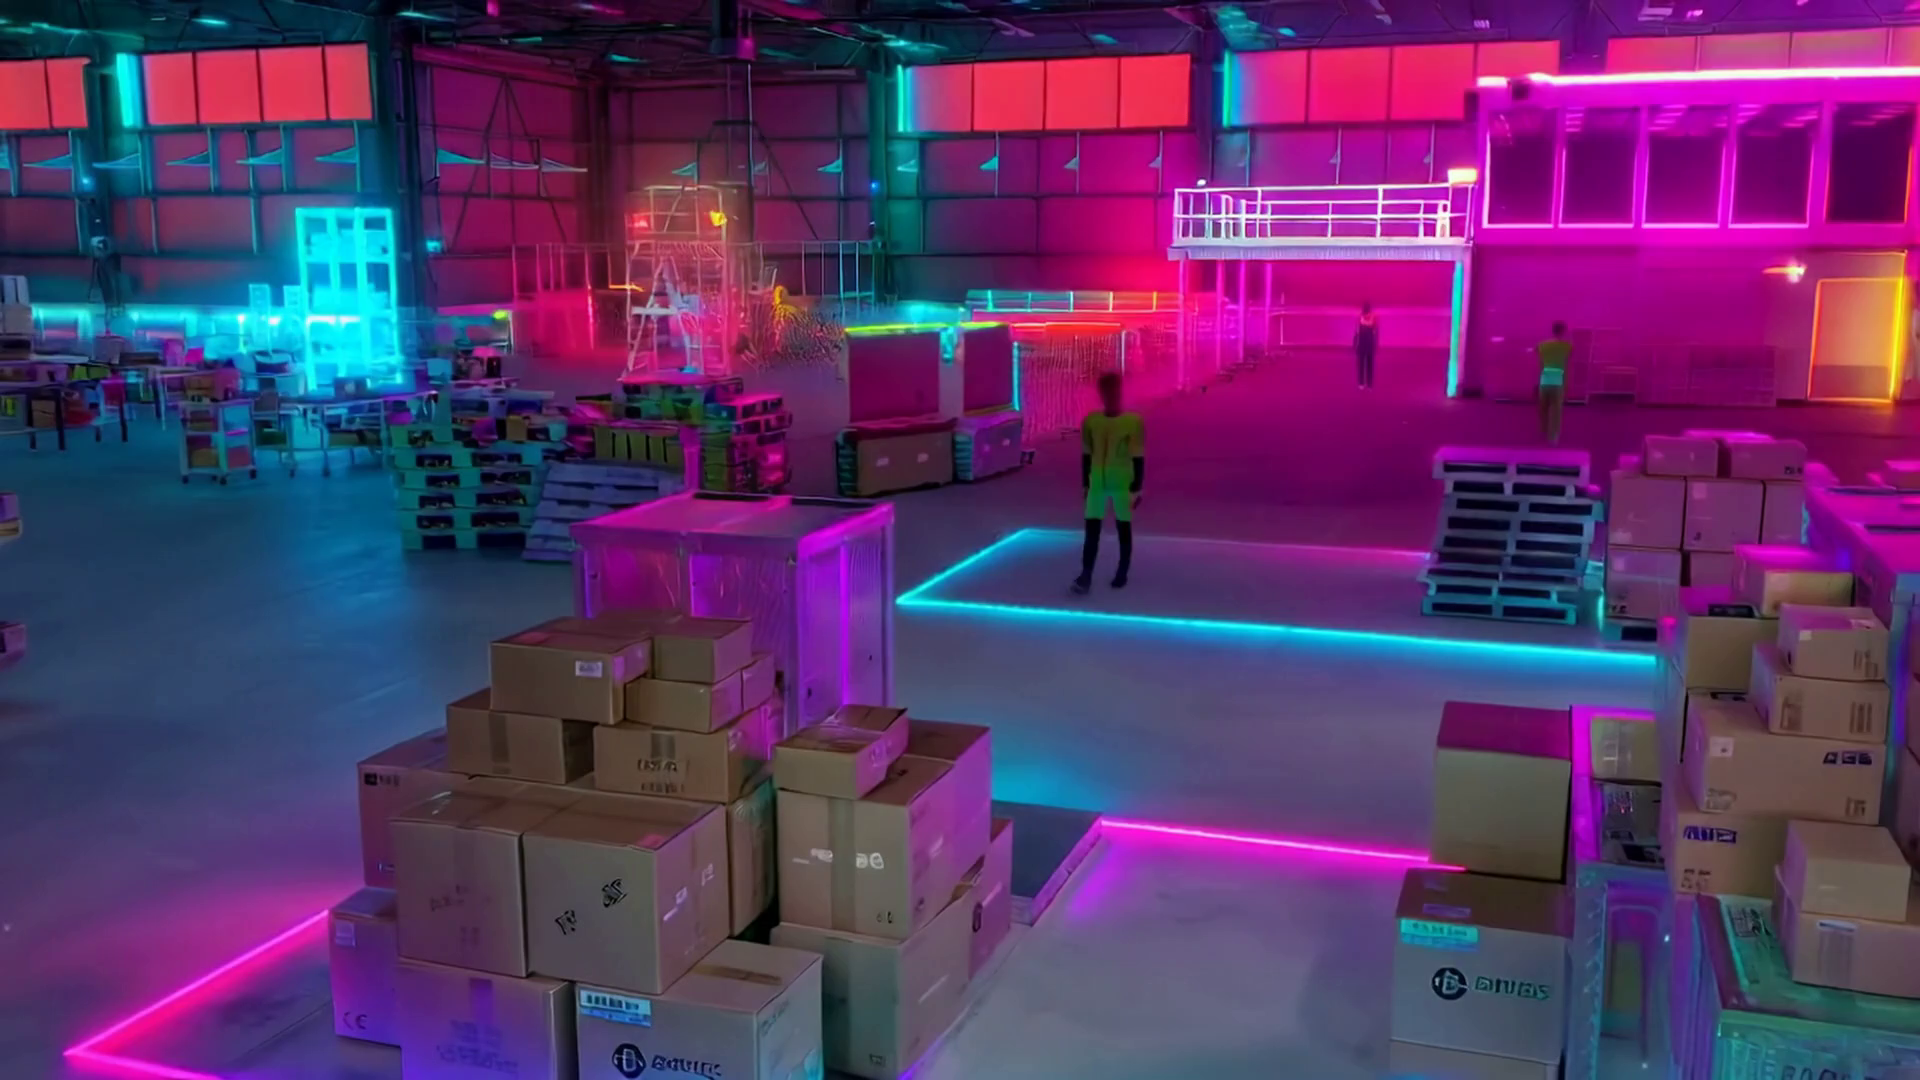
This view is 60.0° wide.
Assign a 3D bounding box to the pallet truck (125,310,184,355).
[{"bbox_3d":[-22.038,-5.665,45.457,0.704,1.261,1.522,3,11,17],"label":"pallet truck"}]

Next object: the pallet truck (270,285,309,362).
[{"bbox_3d":[-17.147,-5.700,43.663,0.823,1.965,1.885,3,11,17],"label":"pallet truck"}]

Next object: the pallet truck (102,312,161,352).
[{"bbox_3d":[-23.057,-5.777,46.261,0.680,1.201,1.601,3,11,19],"label":"pallet truck"}]

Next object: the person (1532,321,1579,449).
[{"bbox_3d":[8.959,-2.326,24.945,0.635,1.891,0.768,7,12,34],"label":"person"}]

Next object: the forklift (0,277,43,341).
[{"bbox_3d":[-27.151,-6.329,46.328,1.157,1.987,2.680,3,11,17],"label":"forklift"}]

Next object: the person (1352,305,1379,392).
[{"bbox_3d":[8.410,-3.969,34.507,0.516,1.794,0.981,2,10,12],"label":"person"}]

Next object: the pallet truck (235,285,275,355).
[{"bbox_3d":[-18.327,-5.835,44.421,0.823,1.965,1.885,4,11,23],"label":"pallet truck"}]

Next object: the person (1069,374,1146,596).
[{"bbox_3d":[1.266,-0.463,14.365,0.635,1.919,0.960,5,11,26],"label":"person"}]

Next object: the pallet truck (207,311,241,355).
[{"bbox_3d":[-19.537,-5.575,44.913,0.653,1.274,1.630,3,11,19],"label":"pallet truck"}]
